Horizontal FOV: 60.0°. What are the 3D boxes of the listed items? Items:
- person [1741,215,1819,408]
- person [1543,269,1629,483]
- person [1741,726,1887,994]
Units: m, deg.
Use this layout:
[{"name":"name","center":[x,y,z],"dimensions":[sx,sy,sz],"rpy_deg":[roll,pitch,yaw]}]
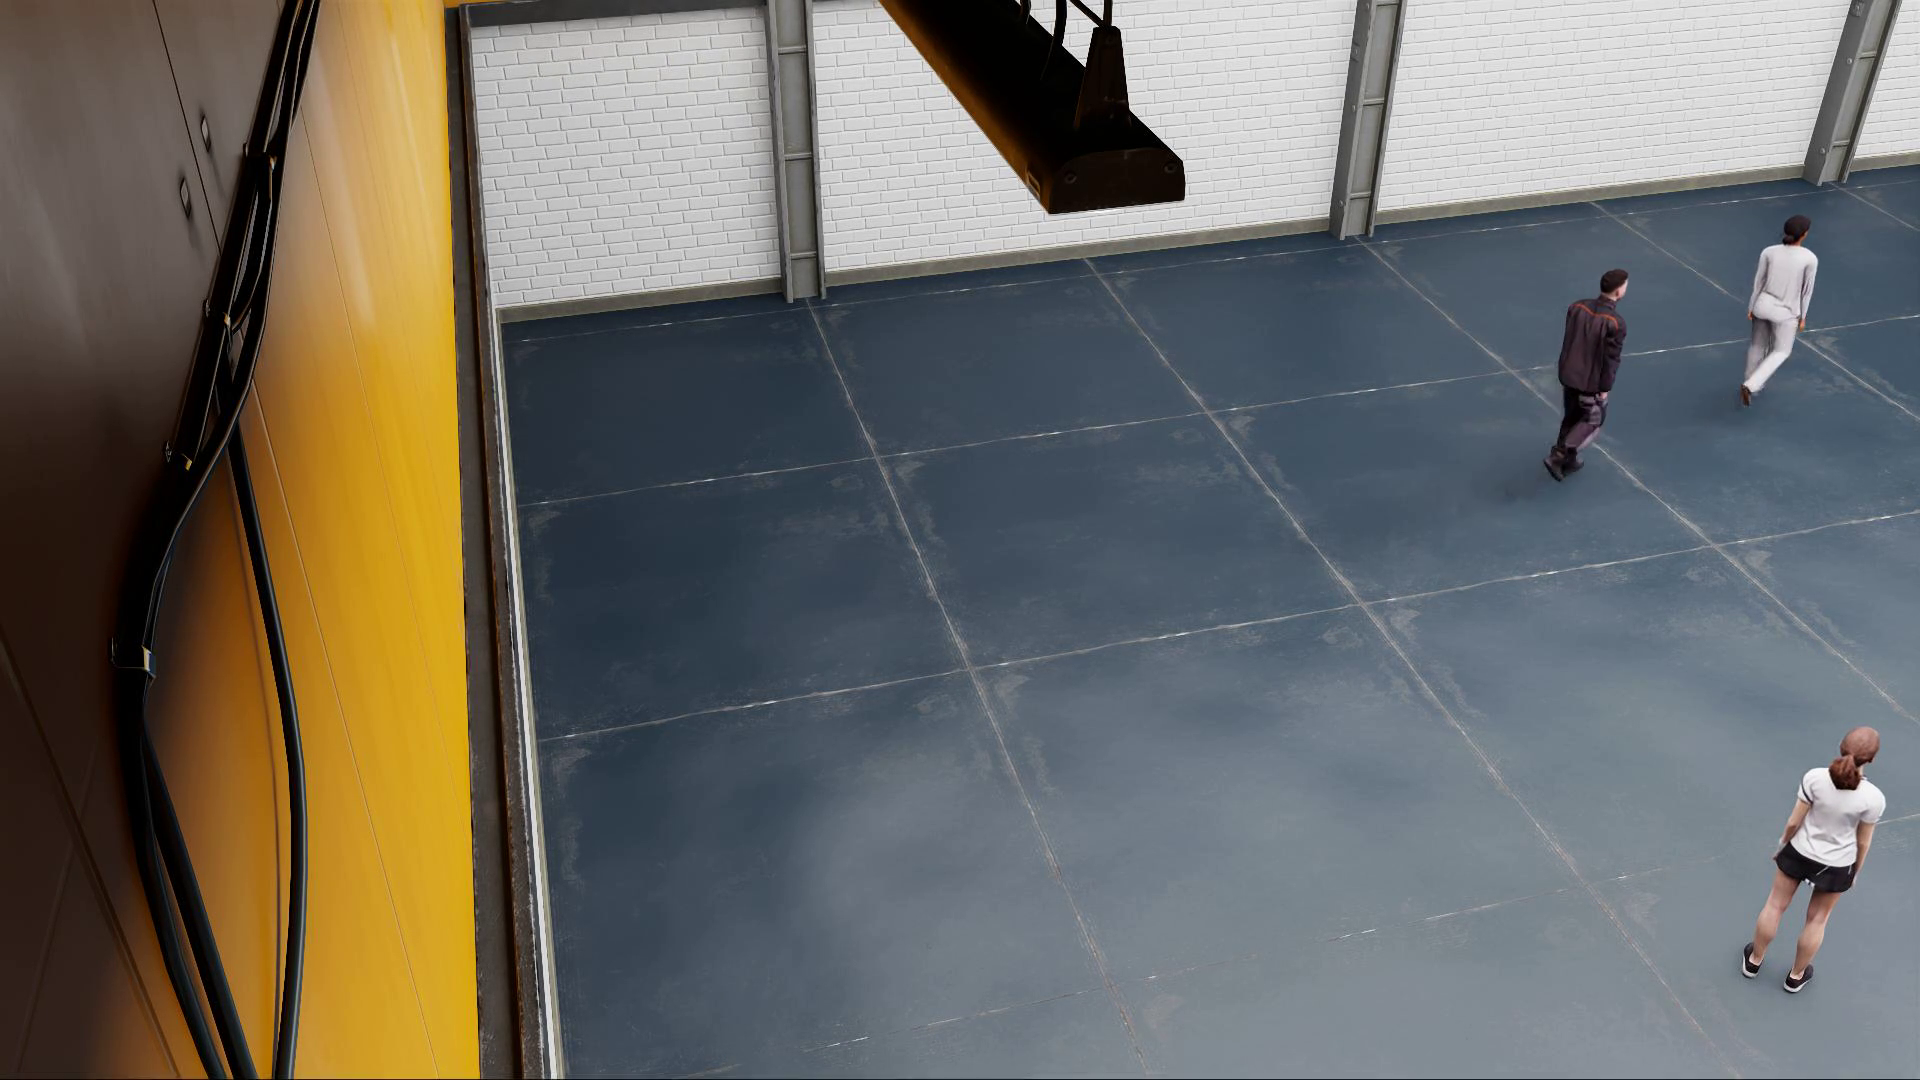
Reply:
[{"name":"person","center":[7.021,-1.942,14.367],"dimensions":[1.026,1.719,0.898],"rpy_deg":[-29,43,-36]},{"name":"person","center":[4.944,-1.287,13.273],"dimensions":[0.999,1.839,0.874],"rpy_deg":[-18,38,-25]},{"name":"person","center":[4.565,1.700,8.858],"dimensions":[0.670,1.752,0.725],"rpy_deg":[20,38,27]}]
